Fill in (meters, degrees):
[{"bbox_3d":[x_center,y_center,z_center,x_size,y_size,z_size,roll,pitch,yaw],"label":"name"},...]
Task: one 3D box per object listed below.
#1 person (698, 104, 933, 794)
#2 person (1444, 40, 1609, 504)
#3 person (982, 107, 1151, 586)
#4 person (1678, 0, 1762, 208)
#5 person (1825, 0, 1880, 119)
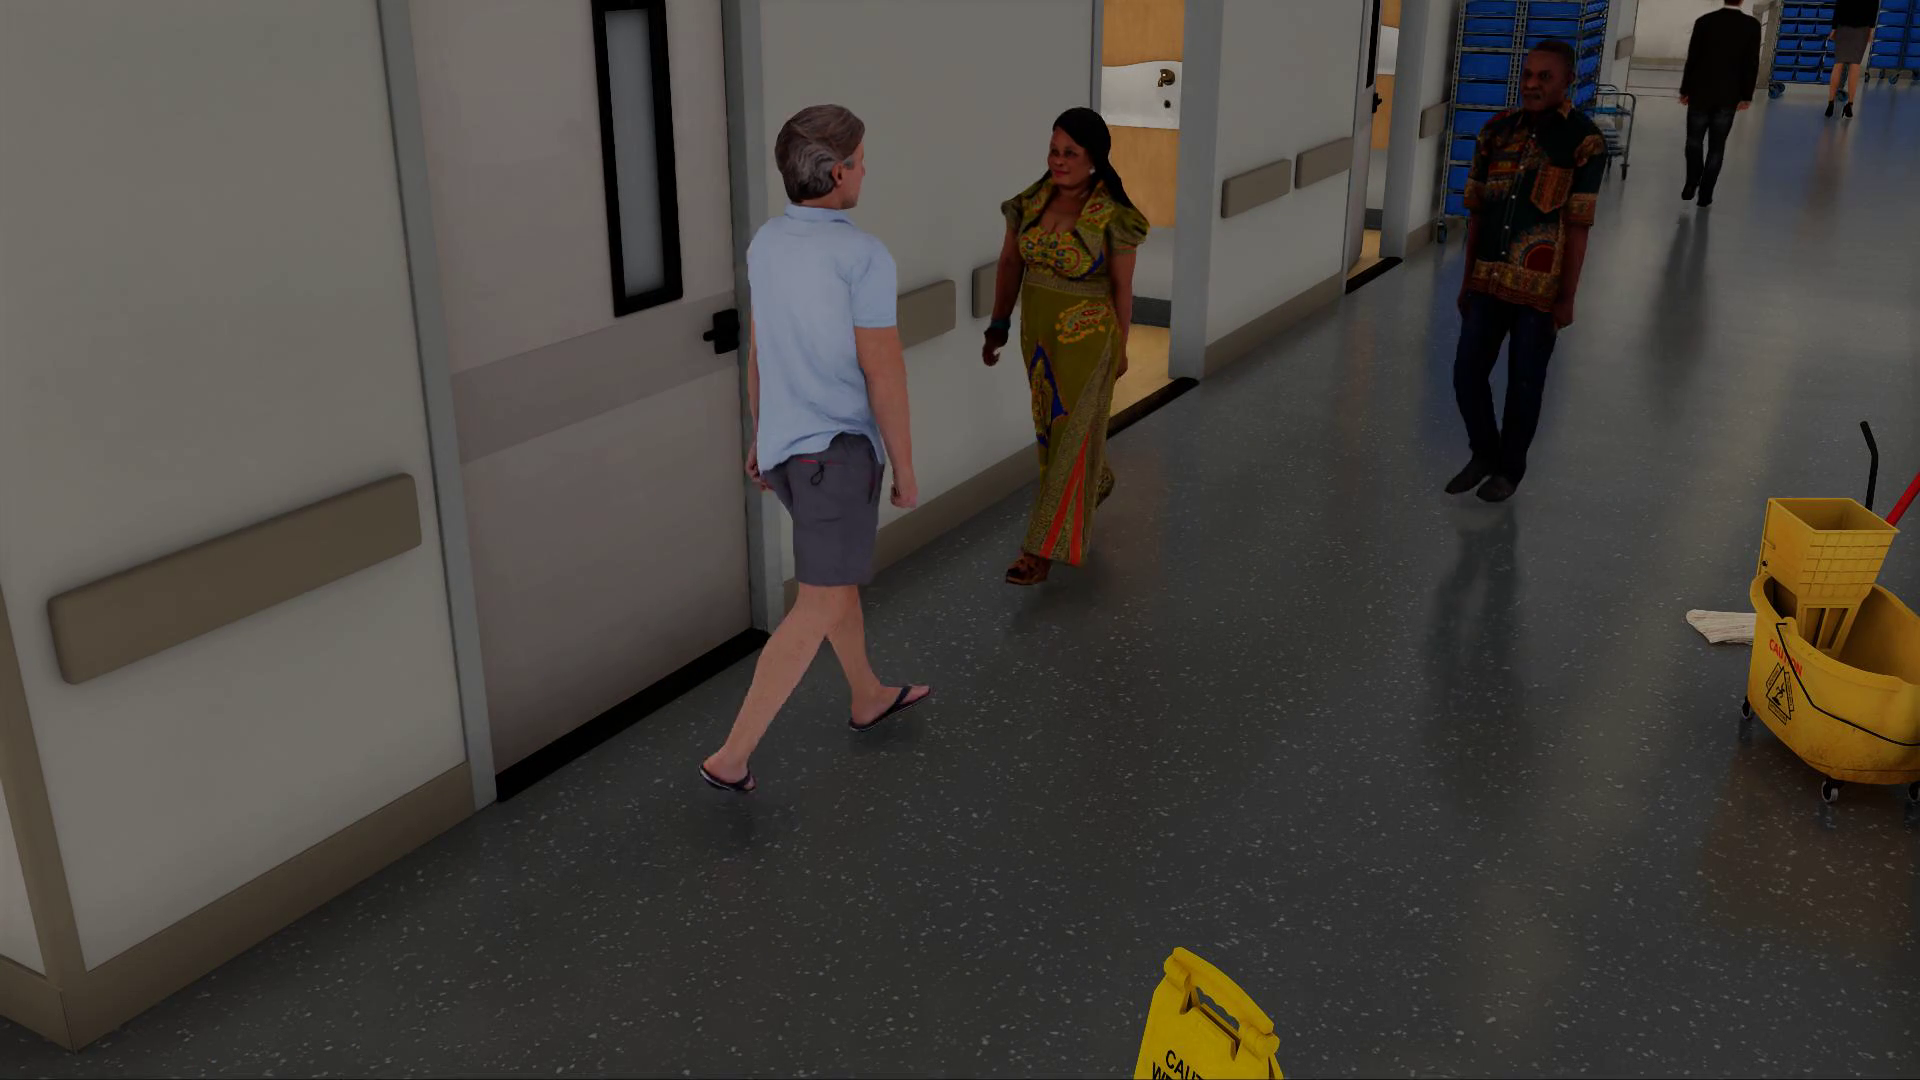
[{"bbox_3d":[-0.437,-0.174,4.331,0.886,1.796,1.220,19,28,40],"label":"person"},{"bbox_3d":[2.246,-1.037,6.546,0.754,1.800,0.735,18,27,38],"label":"person"},{"bbox_3d":[0.421,-0.703,5.995,0.729,1.608,1.221,12,24,29],"label":"person"},{"bbox_3d":[6.020,-3.556,13.261,0.727,1.796,0.716,10,23,24],"label":"person"},{"bbox_3d":[10.290,-5.826,19.186,0.621,1.843,0.557,14,25,32],"label":"person"}]
